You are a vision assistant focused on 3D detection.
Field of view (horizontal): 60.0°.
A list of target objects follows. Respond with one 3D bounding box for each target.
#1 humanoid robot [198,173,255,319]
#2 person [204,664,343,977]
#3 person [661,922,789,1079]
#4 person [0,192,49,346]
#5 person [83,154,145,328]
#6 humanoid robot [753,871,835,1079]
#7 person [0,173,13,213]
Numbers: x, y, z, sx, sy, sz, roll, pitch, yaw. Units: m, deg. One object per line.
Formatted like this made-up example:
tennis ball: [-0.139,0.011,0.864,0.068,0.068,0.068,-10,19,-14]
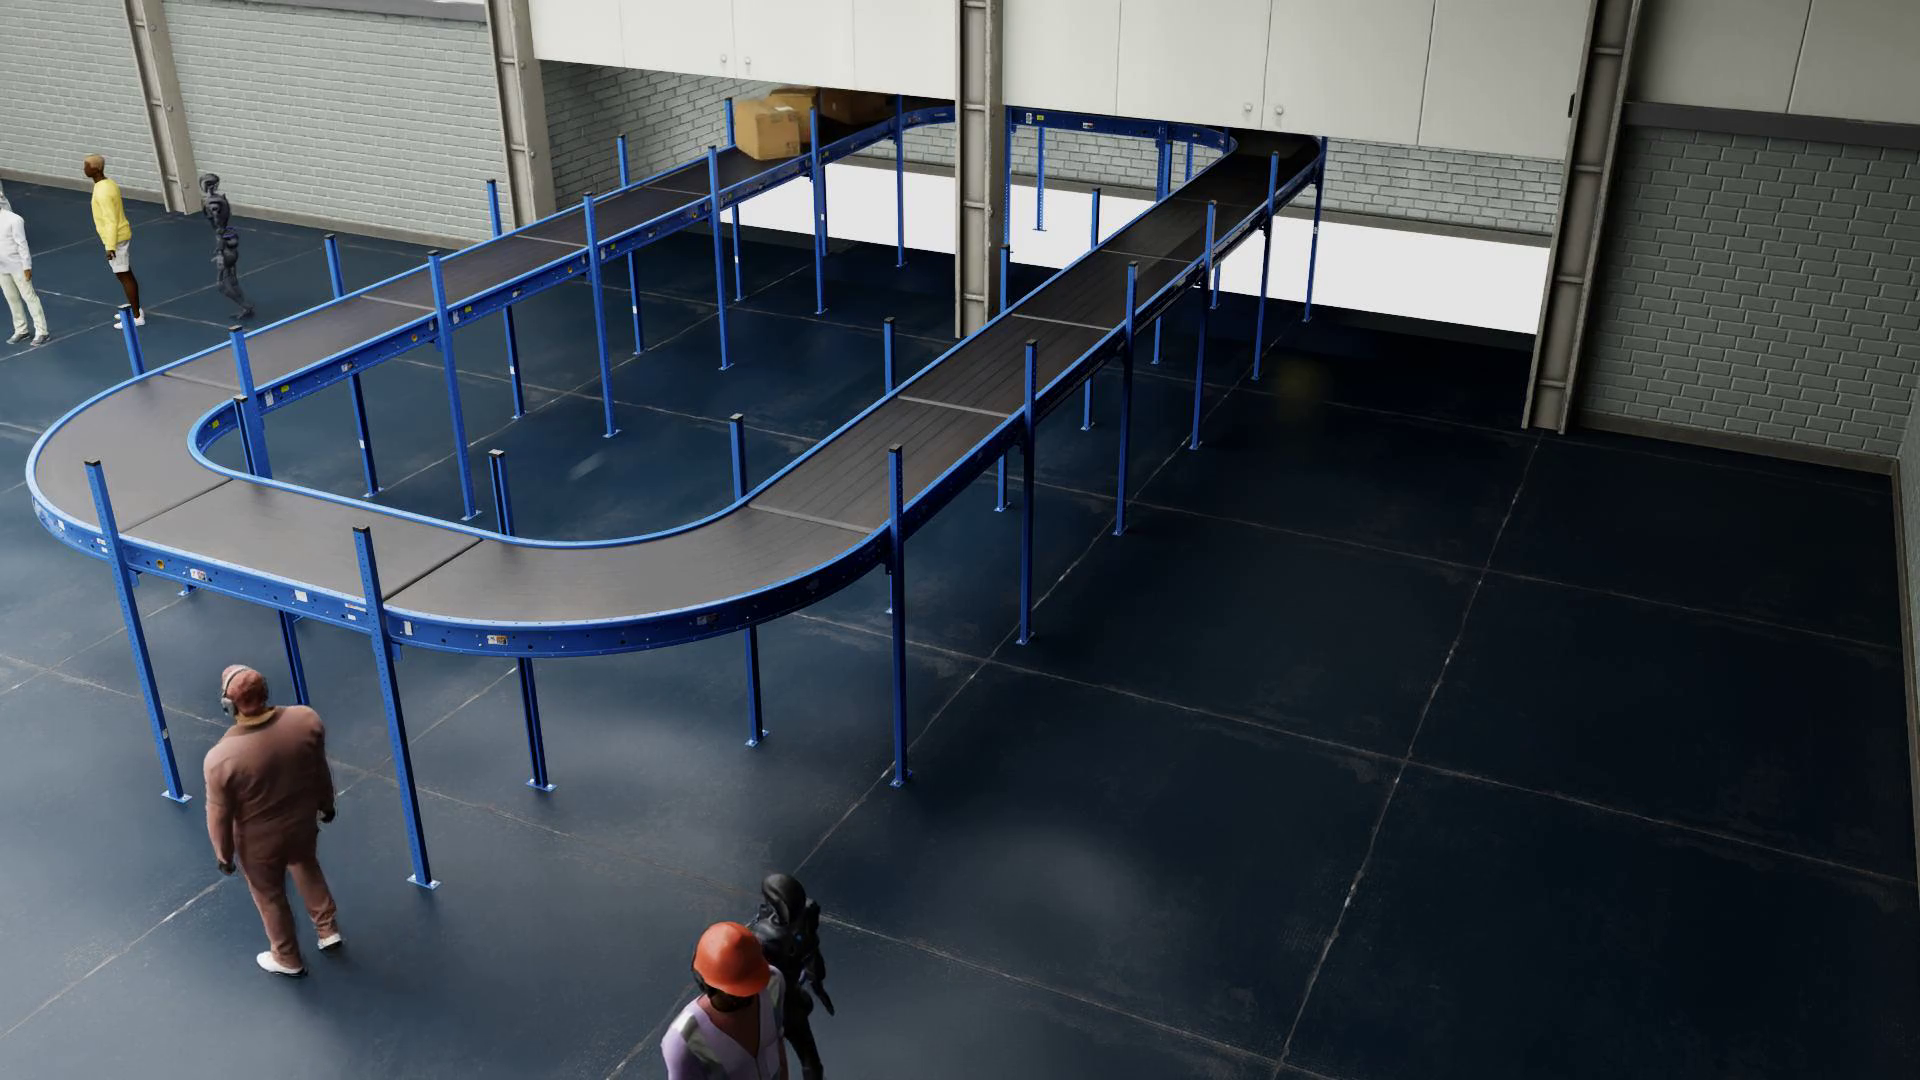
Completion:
humanoid robot: [-8.151,-3.255,18.445,0.338,1.643,0.601,-9,28,-18]
person: [-3.576,1.480,8.661,0.453,1.890,0.674,19,32,33]
person: [-0.873,2.368,6.713,0.378,2.041,0.615,19,32,33]
person: [-10.146,-2.931,17.723,0.564,1.743,0.349,7,27,13]
person: [-9.295,-3.288,18.270,0.376,1.899,0.545,-10,28,-19]
humanoid robot: [-0.823,2.149,7.604,0.727,1.620,0.591,15,30,27]
person: [-12.236,-4.573,20.820,0.371,1.934,0.627,4,27,8]
